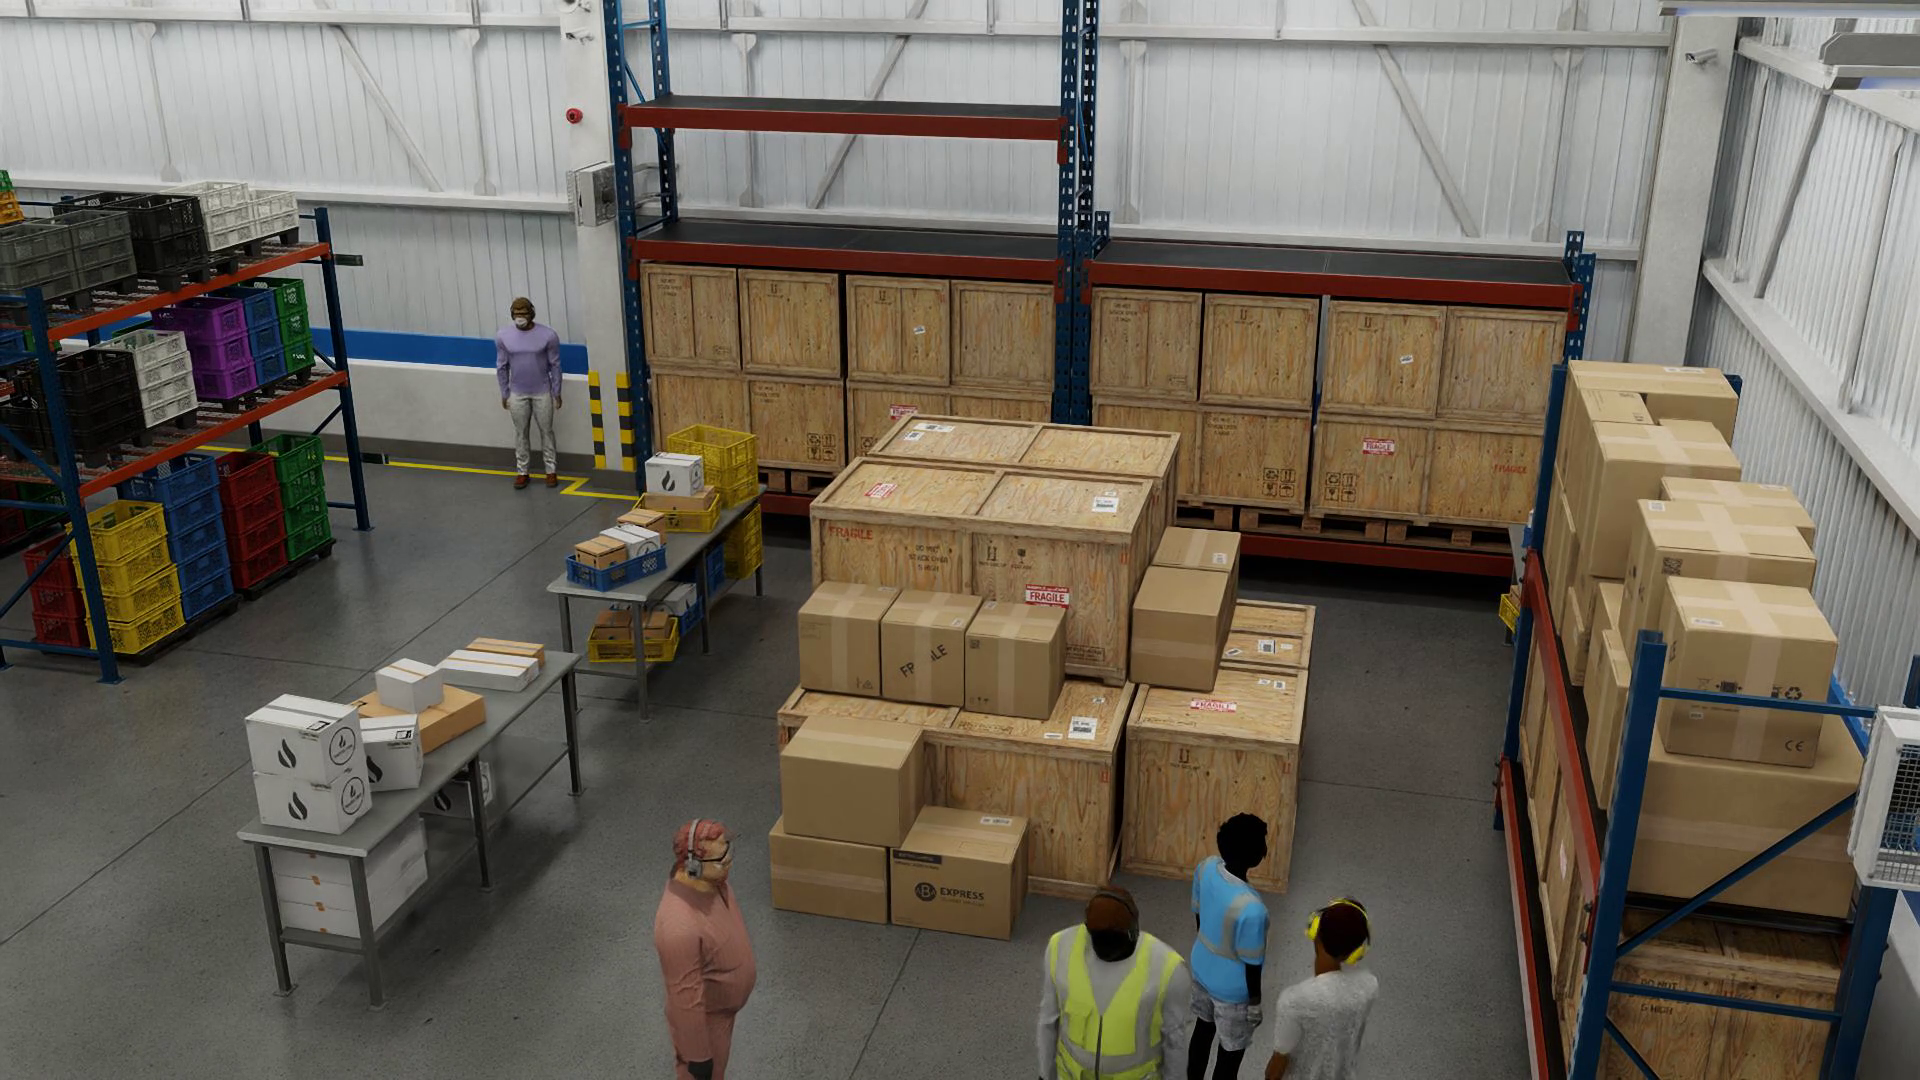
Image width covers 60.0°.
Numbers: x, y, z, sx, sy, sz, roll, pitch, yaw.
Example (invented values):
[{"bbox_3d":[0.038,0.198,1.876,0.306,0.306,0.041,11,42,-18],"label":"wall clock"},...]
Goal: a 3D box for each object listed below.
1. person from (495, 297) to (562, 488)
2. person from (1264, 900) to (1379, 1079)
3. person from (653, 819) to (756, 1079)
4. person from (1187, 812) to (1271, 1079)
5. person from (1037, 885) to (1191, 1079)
[{"bbox_3d":[-4.255,-1.464,16.520,0.629,1.939,0.372,-2,21,-4],"label":"person"},{"bbox_3d":[1.402,2.310,6.799,0.559,1.831,0.432,-16,26,-36],"label":"person"},{"bbox_3d":[-1.090,2.075,7.303,0.406,1.911,0.638,0,21,0],"label":"person"},{"bbox_3d":[1.249,2.029,7.716,0.317,1.693,0.540,-7,22,-19],"label":"person"},{"bbox_3d":[0.635,2.243,6.970,0.642,1.834,0.429,8,22,19],"label":"person"}]
